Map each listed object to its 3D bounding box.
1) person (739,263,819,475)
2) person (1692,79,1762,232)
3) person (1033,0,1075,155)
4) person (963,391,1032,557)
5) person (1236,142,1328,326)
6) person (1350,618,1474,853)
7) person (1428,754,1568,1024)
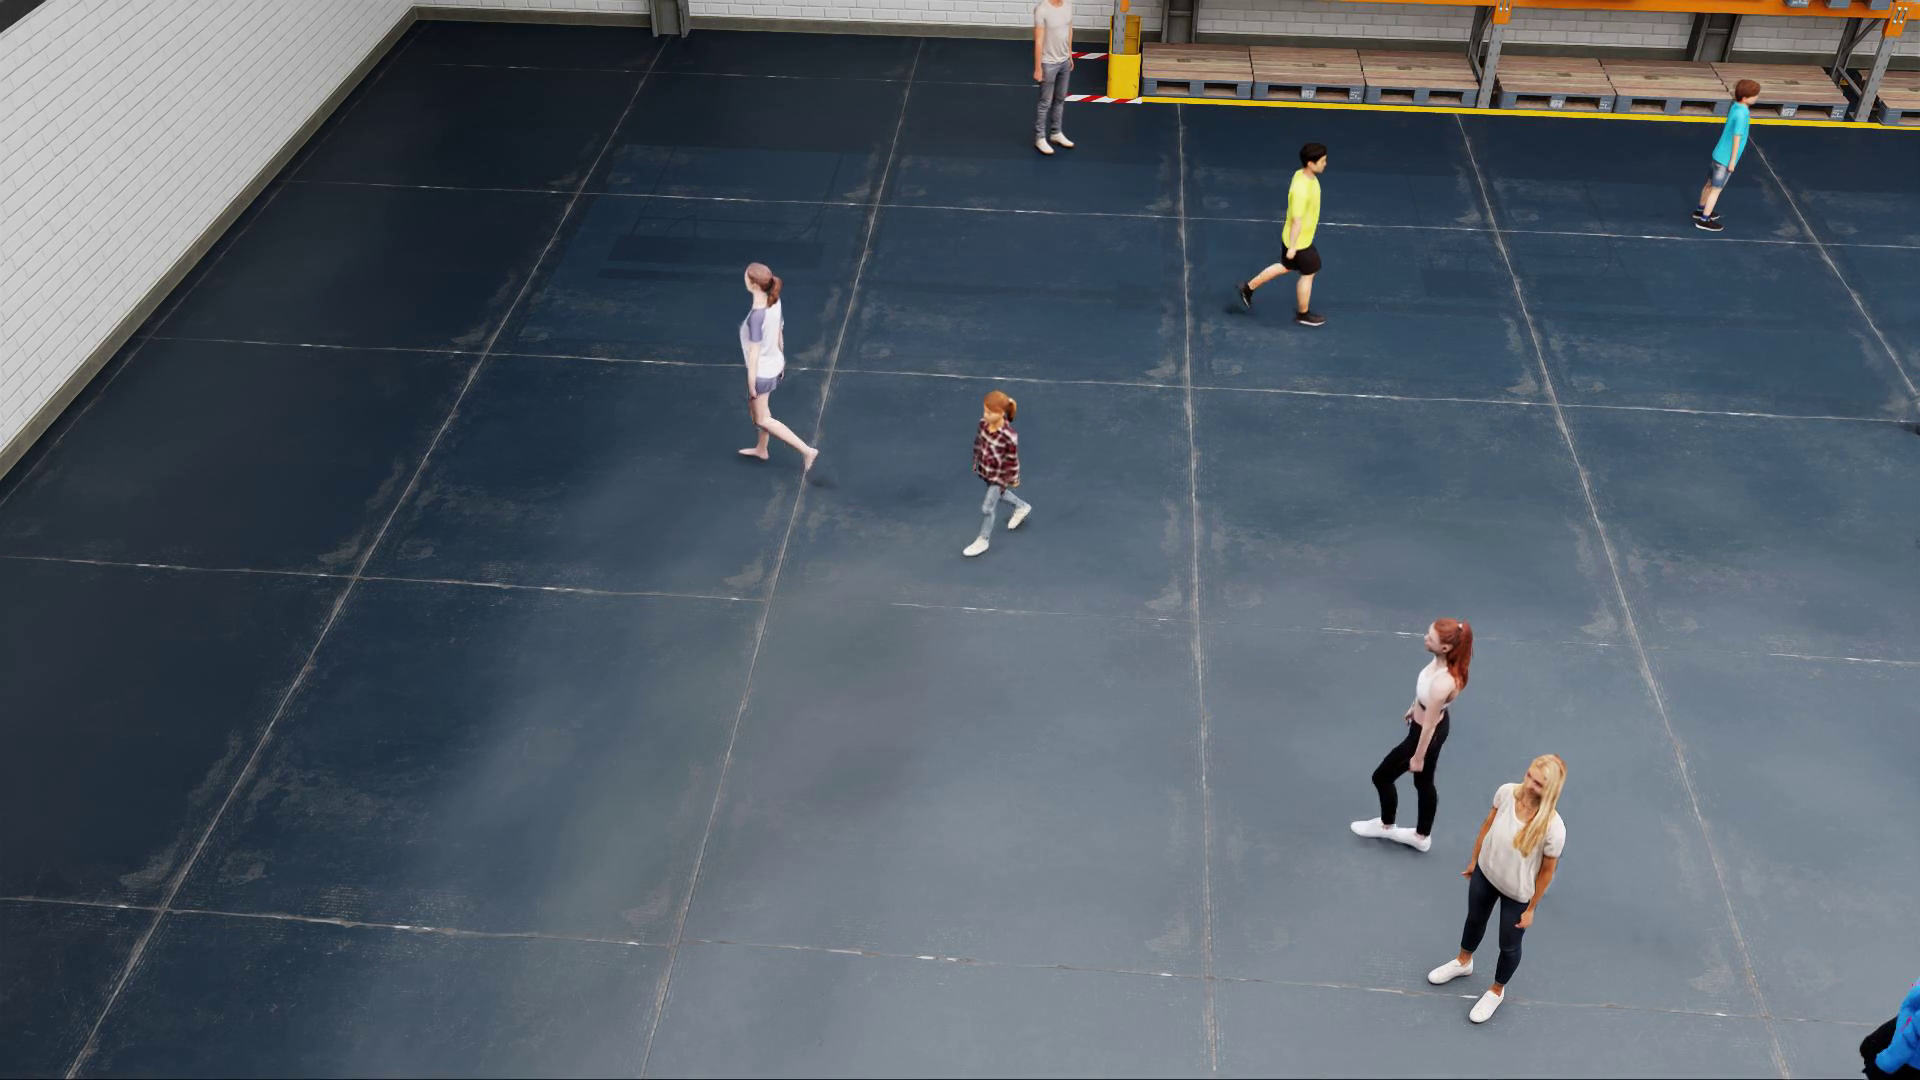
[{"bbox_3d":[-1.392,-1.237,12.402,1.021,1.744,0.750,14,41,17],"label":"person"},{"bbox_3d":[7.217,-3.650,15.659,0.496,1.449,0.539,7,39,9],"label":"person"},{"bbox_3d":[0.937,-4.858,16.820,0.750,1.889,0.795,-31,48,-32],"label":"person"},{"bbox_3d":[0.311,-0.523,11.873,0.946,1.288,0.884,-26,45,-28],"label":"person"},{"bbox_3d":[2.803,-2.601,14.163,1.009,1.677,0.615,5,39,6],"label":"person"},{"bbox_3d":[2.732,1.142,9.431,0.794,1.733,0.722,16,41,19],"label":"person"},{"bbox_3d":[2.827,1.771,8.583,0.705,1.808,0.671,-22,44,-25],"label":"person"}]
